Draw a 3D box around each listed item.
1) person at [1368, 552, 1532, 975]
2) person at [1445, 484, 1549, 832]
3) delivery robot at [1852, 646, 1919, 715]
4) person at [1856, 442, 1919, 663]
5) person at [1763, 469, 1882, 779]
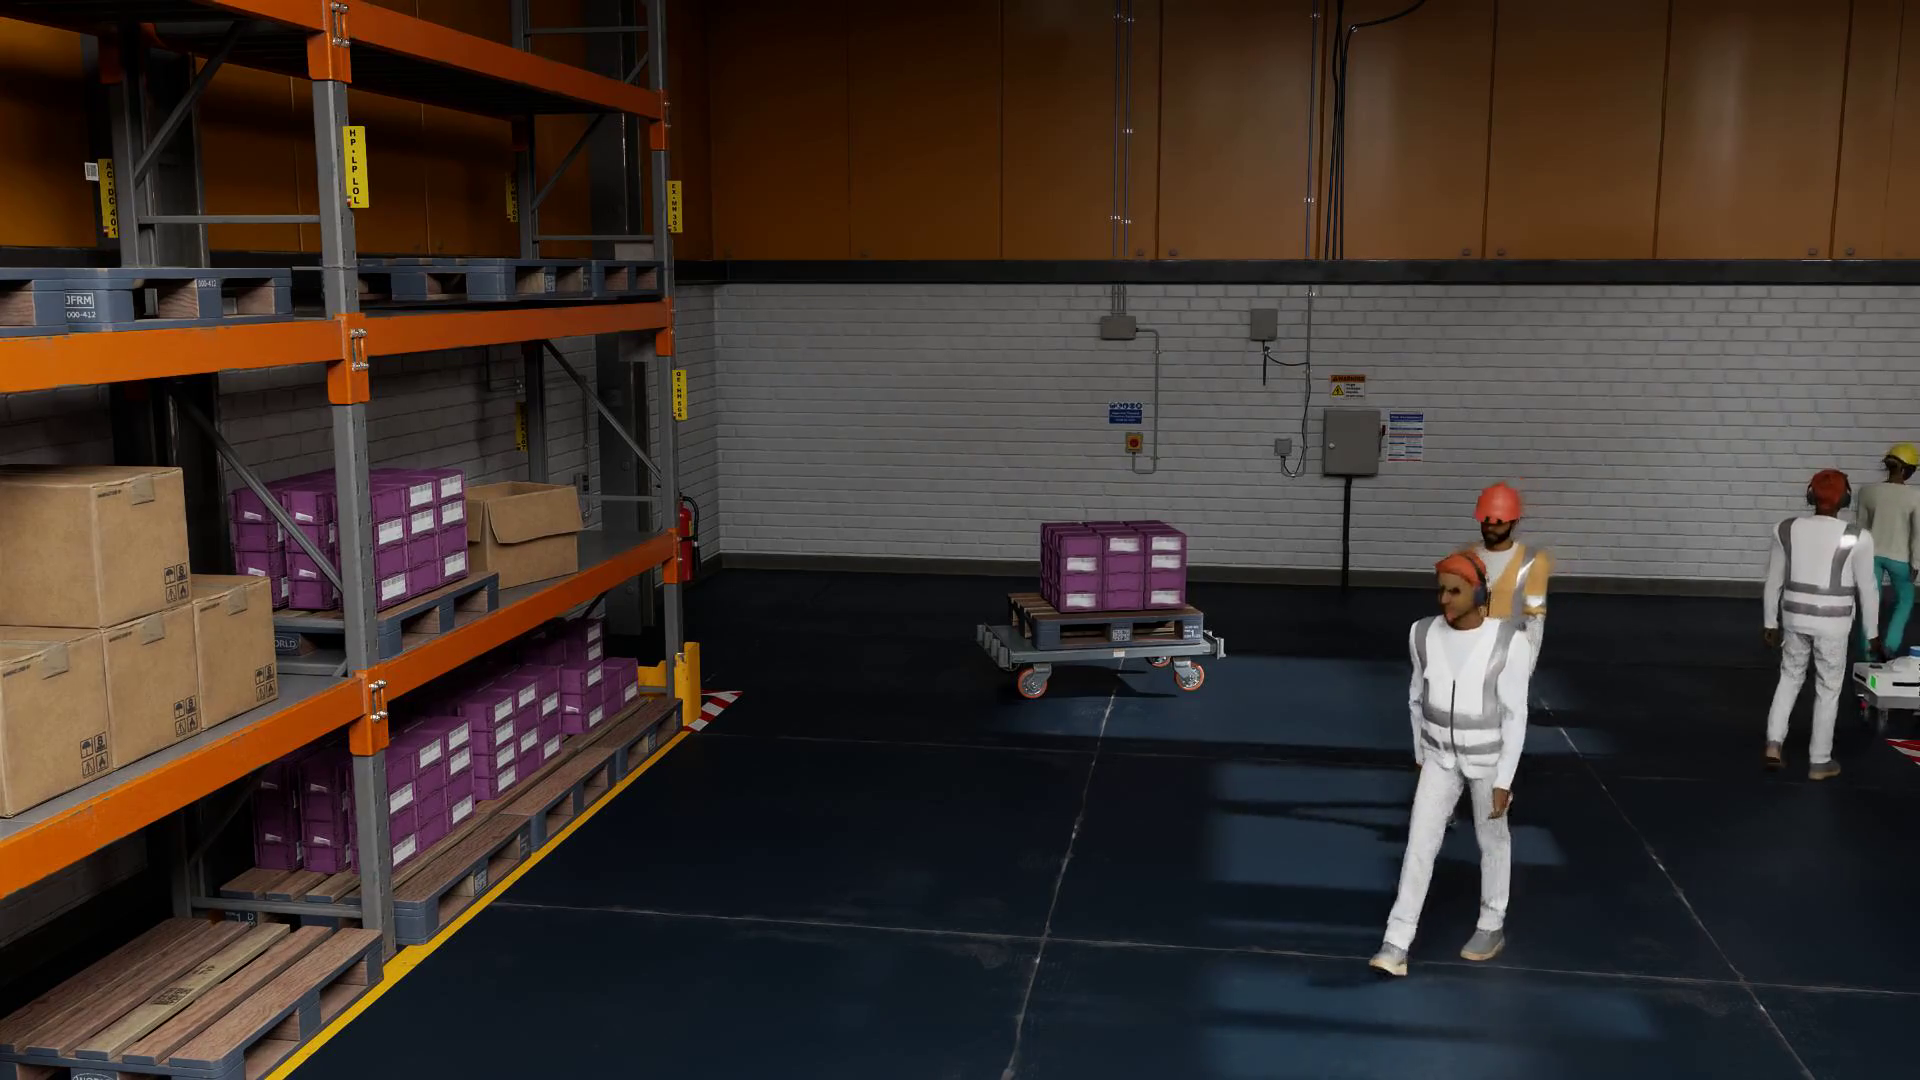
[{"bbox_3d":[2.122,0.973,7.105,0.588,1.836,0.946,8,12,40],"label":"person"},{"bbox_3d":[2.837,0.649,8.930,0.545,1.890,0.950,6,11,34],"label":"person"},{"bbox_3d":[6.295,0.944,10.958,0.707,0.478,0.477,1,9,7],"label":"delivery robot"},{"bbox_3d":[7.017,0.133,12.579,0.396,1.749,0.531,-9,13,-43],"label":"person"},{"bbox_3d":[5.111,0.508,9.886,0.440,1.876,0.610,-8,12,-39],"label":"person"}]
